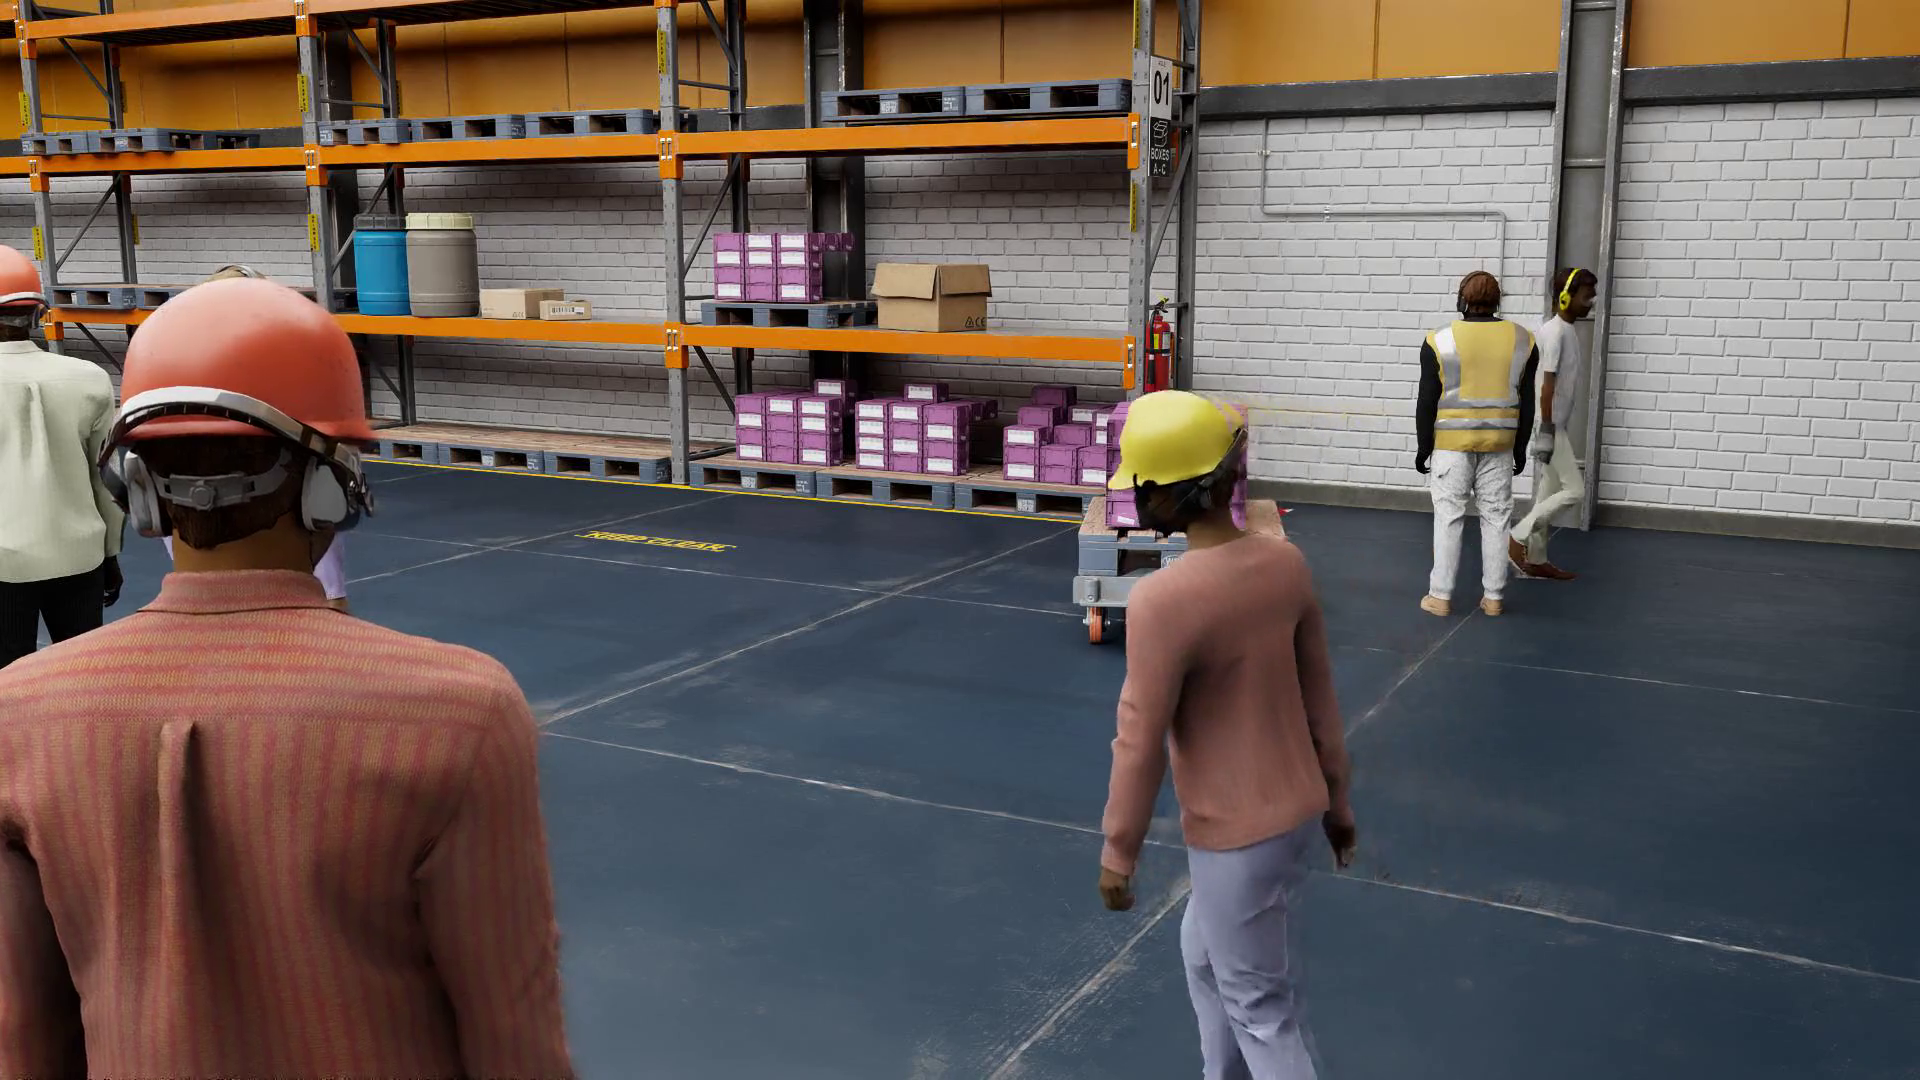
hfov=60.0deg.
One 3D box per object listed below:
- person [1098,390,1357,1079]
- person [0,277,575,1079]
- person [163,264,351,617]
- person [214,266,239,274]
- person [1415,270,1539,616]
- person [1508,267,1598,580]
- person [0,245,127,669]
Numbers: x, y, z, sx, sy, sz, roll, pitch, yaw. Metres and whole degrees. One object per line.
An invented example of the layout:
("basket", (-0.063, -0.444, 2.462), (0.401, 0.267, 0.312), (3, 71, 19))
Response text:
("person", (0.538, 0.569, 3.312), (0.704, 1.722, 0.541), (9, 14, 40))
("person", (-0.715, 0.717, 1.817), (0.614, 1.982, 0.404), (1, 10, 5))
("person", (-2.154, 0.134, 5.117), (0.630, 1.940, 0.372), (3, 11, 15))
("person", (-4.610, -0.823, 10.625), (0.574, 1.841, 0.374), (-2, 11, -10))
("person", (2.732, -0.505, 8.882), (0.625, 1.846, 0.429), (0, 10, 1))
("person", (3.461, -0.650, 9.667), (0.429, 1.847, 0.633), (4, 11, 21))
("person", (-2.977, 0.067, 5.327), (0.375, 1.997, 0.612), (7, 12, 34))
